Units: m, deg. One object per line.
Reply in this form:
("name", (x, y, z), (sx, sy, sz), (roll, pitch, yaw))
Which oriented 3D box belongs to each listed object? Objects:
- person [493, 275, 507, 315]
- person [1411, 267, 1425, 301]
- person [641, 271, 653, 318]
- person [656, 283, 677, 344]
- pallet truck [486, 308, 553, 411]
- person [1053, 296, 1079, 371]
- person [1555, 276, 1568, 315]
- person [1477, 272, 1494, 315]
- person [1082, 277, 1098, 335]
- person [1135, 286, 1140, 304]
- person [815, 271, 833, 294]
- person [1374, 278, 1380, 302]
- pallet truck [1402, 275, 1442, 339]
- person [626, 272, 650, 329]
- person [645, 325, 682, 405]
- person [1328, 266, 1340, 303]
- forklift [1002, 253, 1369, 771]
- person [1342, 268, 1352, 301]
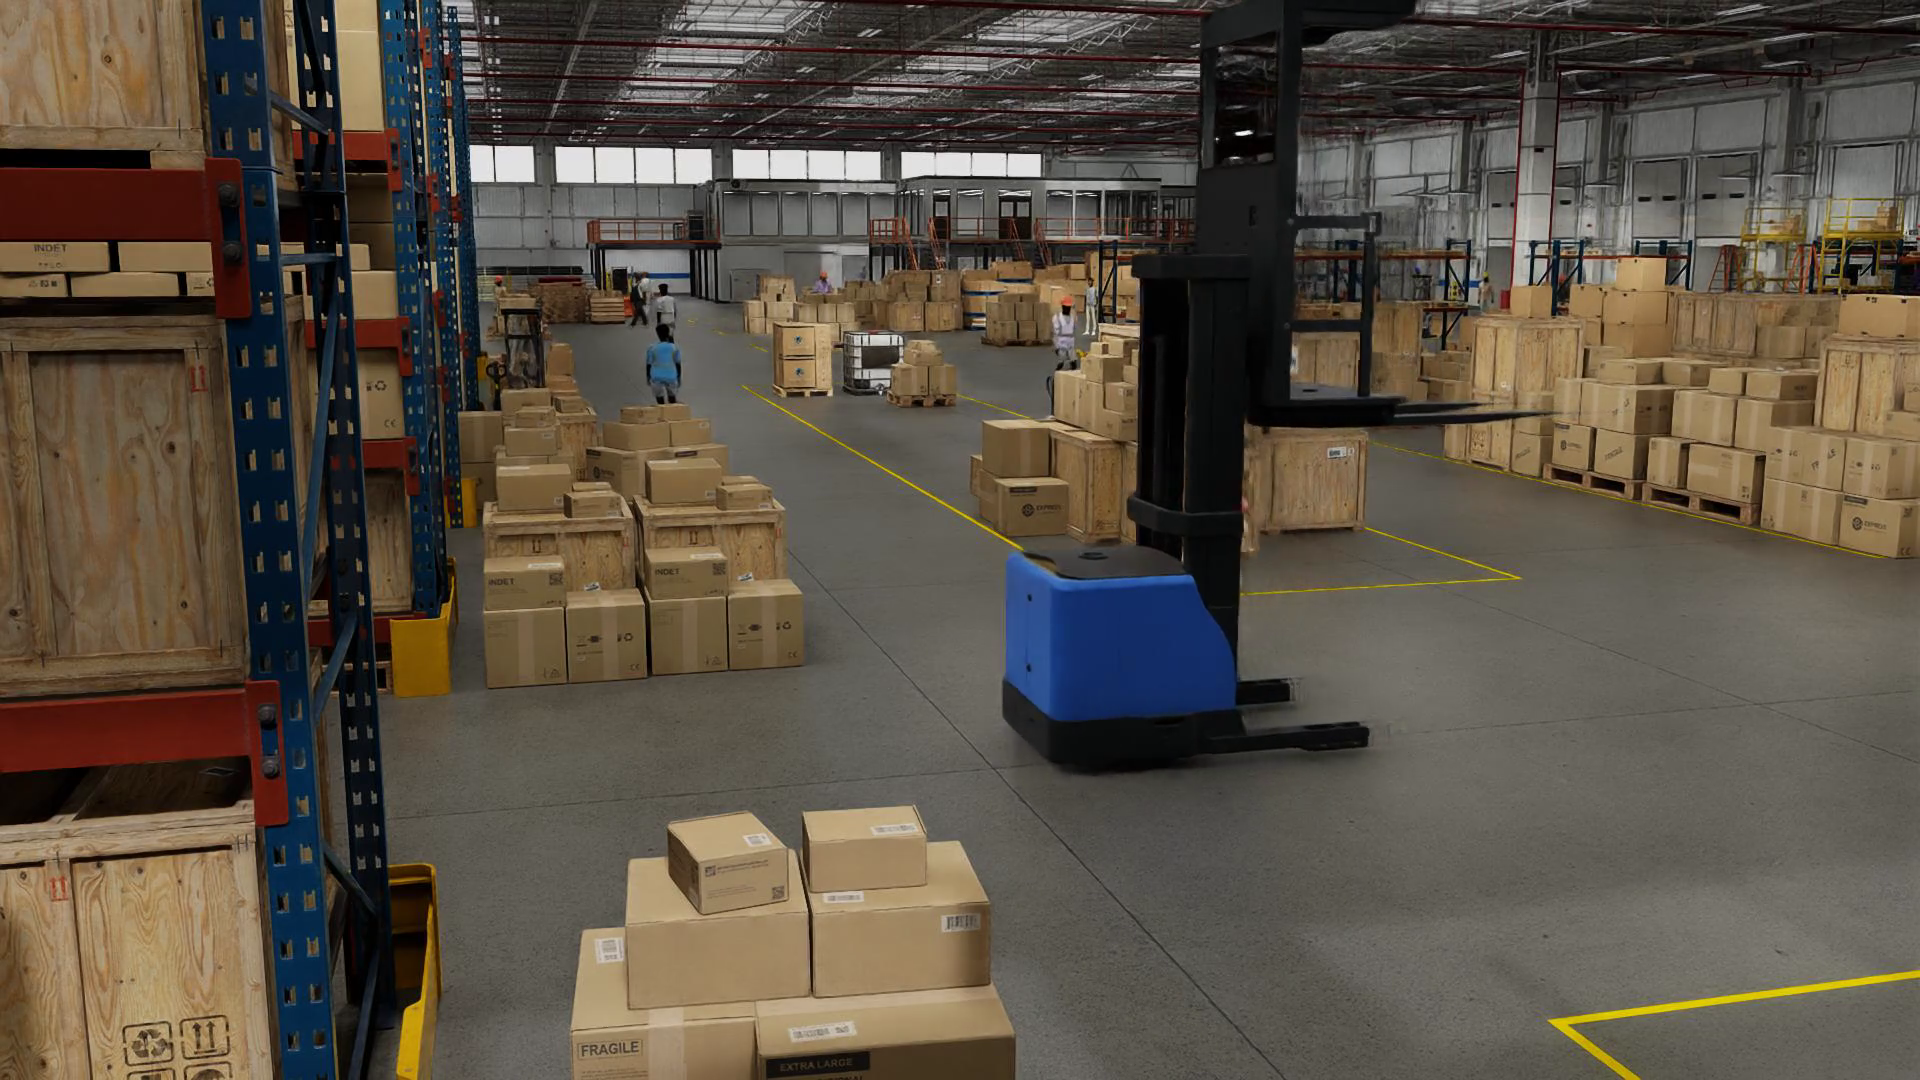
("person", (-14.826, -7.550, 53.603), (0.549, 1.933, 0.373), (9, 13, 41))
("person", (20.945, -11.507, 76.095), (0.601, 1.903, 0.761), (4, 11, 23))
("person", (-12.669, -9.894, 67.079), (0.598, 1.857, 0.722), (-2, 10, -12))
("person", (-7.418, -5.499, 41.966), (0.438, 1.943, 0.613), (9, 13, 40))
("pallet truck", (-6.242, -2.418, 24.362), (0.823, 1.965, 1.885), (1, 10, 3))
("person", (2.073, -3.730, 32.051), (0.555, 1.907, 0.815), (-4, 11, -21))
("person", (18.485, -7.210, 51.608), (0.962, 1.950, 0.647), (-5, 11, -26))
("person", (19.688, -9.061, 62.239), (0.592, 1.907, 0.555), (7, 12, 36))
("person", (4.234, -7.583, 53.966), (0.513, 1.876, 0.328), (6, 12, 31))
("person", (6.223, -7.969, 56.282), (0.631, 1.826, 0.551), (-6, 12, -31))
("person", (-4.776, -8.472, 58.681), (0.626, 1.987, 1.036), (-2, 10, -14))
("person", (15.602, -8.994, 62.474), (0.558, 1.672, 0.621), (-8, 13, -37))
("pallet truck", (14.620, -7.324, 52.145), (0.823, 1.965, 1.885), (8, 13, 40))
("person", (-11.249, -8.388, 58.045), (1.042, 2.000, 0.690), (-9, 13, -42))
("person", (-4.591, -2.498, 25.741), (0.553, 1.659, 0.808), (-3, 10, -16))
("person", (18.008, -12.258, 80.365), (0.900, 1.910, 0.553), (9, 14, 43))
("forklift", (1.269, -0.230, 9.478), (1.873, 2.768, 1.129), (-3, 10, -15))
("person", (17.229, -11.059, 73.433), (0.981, 1.950, 0.616), (-6, 12, -31))
